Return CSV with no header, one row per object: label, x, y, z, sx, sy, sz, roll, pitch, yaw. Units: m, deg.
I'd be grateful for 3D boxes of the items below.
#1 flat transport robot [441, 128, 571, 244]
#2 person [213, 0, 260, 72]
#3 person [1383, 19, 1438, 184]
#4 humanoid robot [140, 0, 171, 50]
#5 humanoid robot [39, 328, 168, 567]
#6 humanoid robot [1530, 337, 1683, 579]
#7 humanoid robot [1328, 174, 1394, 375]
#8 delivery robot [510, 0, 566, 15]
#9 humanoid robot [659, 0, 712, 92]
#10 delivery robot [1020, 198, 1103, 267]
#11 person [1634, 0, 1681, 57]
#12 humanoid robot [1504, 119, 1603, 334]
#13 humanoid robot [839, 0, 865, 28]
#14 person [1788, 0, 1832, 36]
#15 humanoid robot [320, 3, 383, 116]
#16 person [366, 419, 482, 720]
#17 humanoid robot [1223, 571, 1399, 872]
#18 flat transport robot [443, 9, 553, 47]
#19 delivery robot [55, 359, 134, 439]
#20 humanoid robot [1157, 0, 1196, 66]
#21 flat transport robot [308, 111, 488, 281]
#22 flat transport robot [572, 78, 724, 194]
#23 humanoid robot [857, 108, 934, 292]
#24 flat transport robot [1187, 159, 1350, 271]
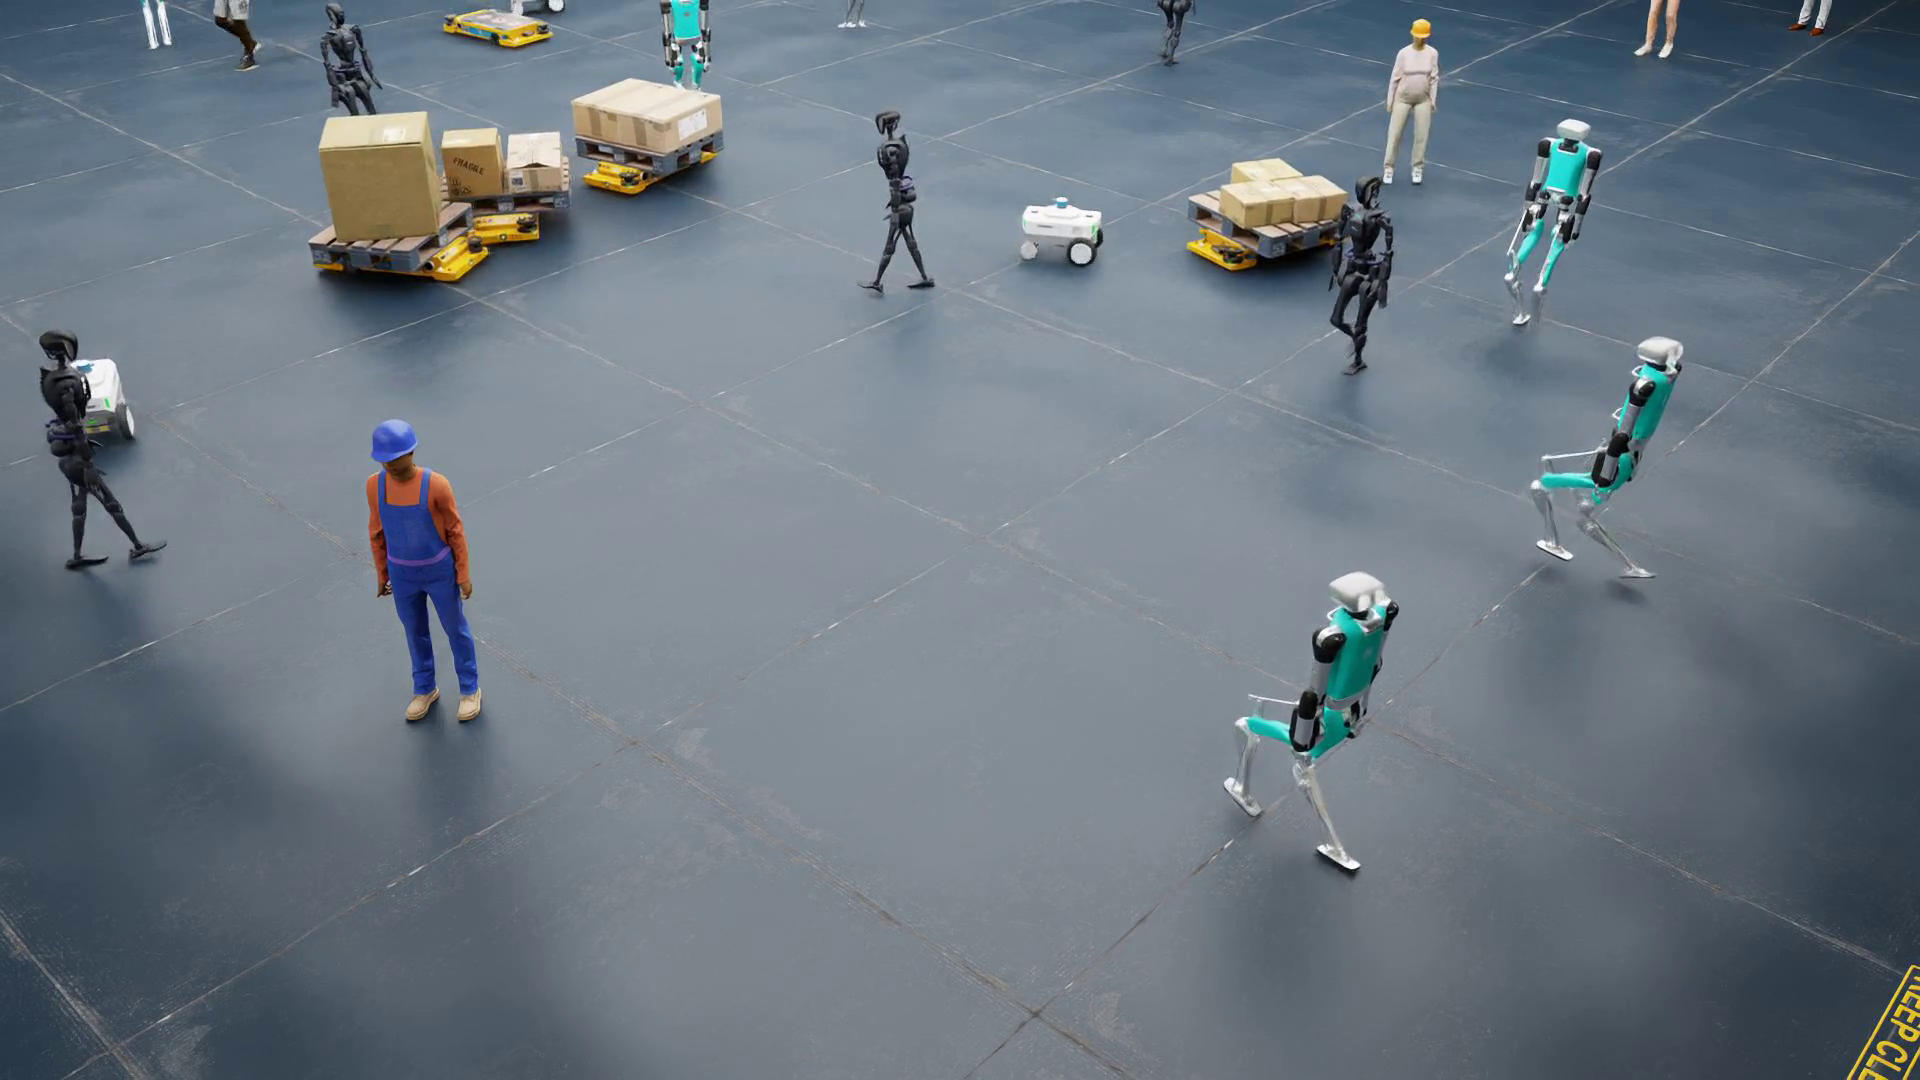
flat transport robot,-4.449,-3.284,16.442,0.659,0.231,1.431,-6,32,-10
person,-8.985,-6.752,20.437,0.638,1.945,0.424,19,37,28
person,4.621,-4.492,17.046,0.491,1.683,0.376,1,32,2
humanoid robot,-10.498,-7.252,21.401,0.534,1.762,0.681,-9,33,-13
humanoid robot,-5.692,-0.596,10.797,0.627,1.637,0.590,-18,36,-27
humanoid robot,4.092,-0.525,10.609,1.002,1.740,0.551,26,40,35
humanoid robot,3.227,-2.115,13.226,0.419,1.650,0.583,-25,39,-34
delivery robot,-5.899,-7.637,23.195,0.807,0.609,0.499,-11,33,-17
humanoid robot,-3.037,-5.315,18.405,0.532,1.864,0.755,-10,33,-16
delivery robot,0.979,-2.887,15.551,0.791,0.614,0.499,7,33,11
person,8.970,-7.032,20.998,0.464,1.858,0.541,-23,39,-32
humanoid robot,4.868,-2.521,13.921,0.542,1.878,0.762,23,38,32
humanoid robot,-1.545,-7.684,22.169,0.812,1.789,0.532,23,38,32
person,11.411,-7.605,21.921,0.360,1.829,0.514,-18,36,-27
humanoid robot,-6.514,-4.916,17.762,0.439,1.642,0.613,18,36,27
person,-3.009,0.176,9.316,0.537,1.908,0.357,1,32,2
humanoid robot,1.701,0.825,8.478,0.530,1.771,1.006,-23,39,-33
flat transport robot,-6.163,-6.822,22.139,1.431,0.231,0.659,21,38,30
delivery robot,-6.572,-1.064,12.600,0.499,0.599,0.784,-11,33,-17
humanoid robot,2.687,-6.782,20.741,0.587,1.643,0.367,24,39,33
flat transport robot,-5.201,-2.656,15.430,1.431,0.231,0.659,7,33,11
flat transport robot,-3.273,-4.004,17.602,0.659,0.231,1.431,17,36,26
humanoid robot,-0.584,-2.985,14.647,0.718,1.629,0.589,-3,32,-5
flat transport robot,2.919,-2.873,15.780,1.431,0.231,0.659,-19,36,-27
